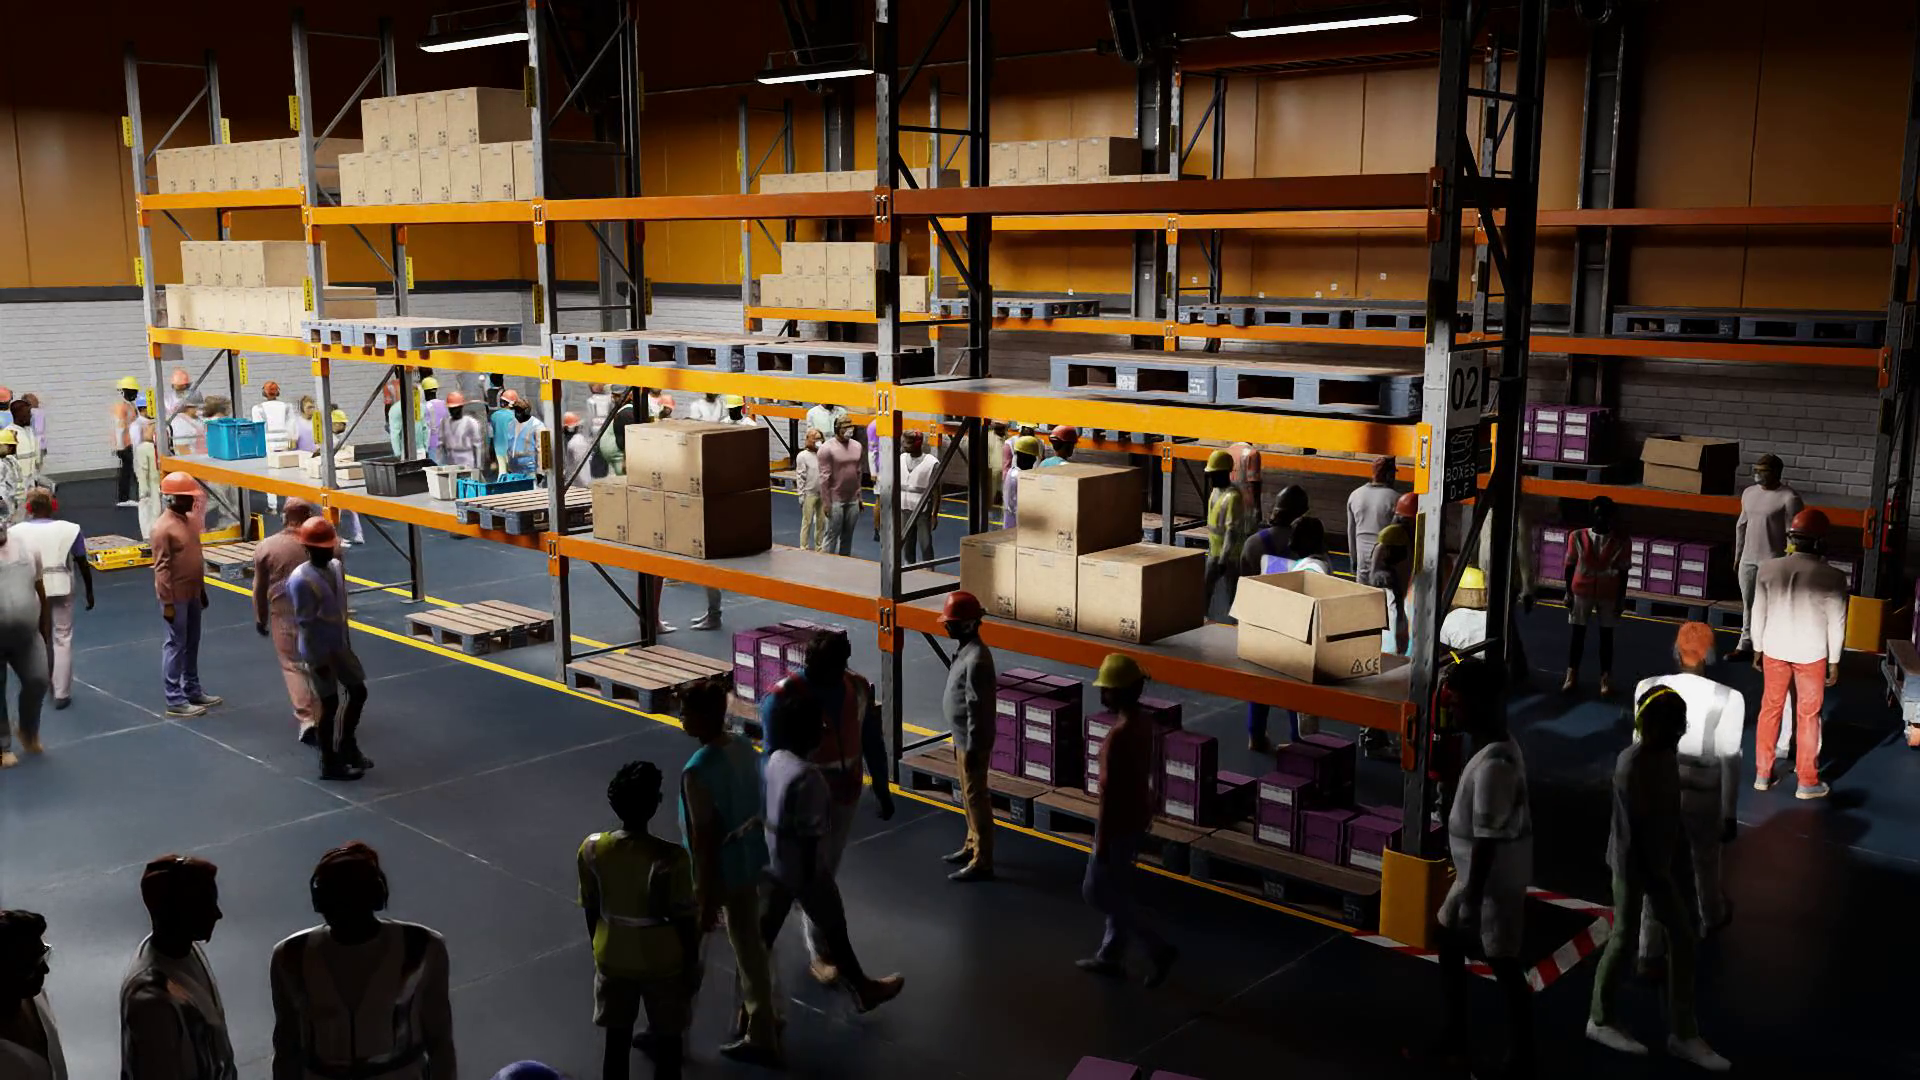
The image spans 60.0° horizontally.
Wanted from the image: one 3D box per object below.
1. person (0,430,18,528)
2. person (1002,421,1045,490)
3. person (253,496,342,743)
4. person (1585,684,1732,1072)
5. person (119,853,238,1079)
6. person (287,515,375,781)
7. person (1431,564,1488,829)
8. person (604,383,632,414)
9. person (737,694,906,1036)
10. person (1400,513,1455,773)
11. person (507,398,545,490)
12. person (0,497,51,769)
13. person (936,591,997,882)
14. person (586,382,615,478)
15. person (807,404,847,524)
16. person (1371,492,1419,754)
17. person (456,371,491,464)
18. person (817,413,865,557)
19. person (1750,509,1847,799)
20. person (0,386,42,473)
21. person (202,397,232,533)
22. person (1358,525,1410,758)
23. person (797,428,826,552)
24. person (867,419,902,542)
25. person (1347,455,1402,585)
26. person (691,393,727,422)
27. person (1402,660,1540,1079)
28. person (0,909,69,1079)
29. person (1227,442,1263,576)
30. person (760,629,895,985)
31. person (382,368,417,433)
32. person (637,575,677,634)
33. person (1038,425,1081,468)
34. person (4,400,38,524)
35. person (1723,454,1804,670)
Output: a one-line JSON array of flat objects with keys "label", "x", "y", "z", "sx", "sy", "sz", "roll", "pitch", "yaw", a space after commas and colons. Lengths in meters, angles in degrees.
[{"label": "person", "x": -10.627, "y": -0.358, "z": 18.565, "sx": 0.319, "sy": 1.740, "sz": 0.488, "roll": -5, "pitch": 11, "yaw": -25}, {"label": "person", "x": 0.778, "y": -0.633, "z": 19.899, "sx": 0.591, "sy": 1.823, "sz": 0.404, "roll": -6, "pitch": 12, "yaw": -31}, {"label": "person", "x": -5.090, "y": 0.598, "z": 12.863, "sx": 0.634, "sy": 1.860, "sz": 0.994, "roll": -7, "pitch": 12, "yaw": -34}, {"label": "person", "x": 3.213, "y": 1.544, "z": 7.573, "sx": 0.554, "sy": 1.826, "sz": 0.771, "roll": -8, "pitch": 13, "yaw": -39}, {"label": "person", "x": -2.492, "y": 1.910, "z": 5.362, "sx": 0.359, "sy": 1.879, "sz": 0.586, "roll": -3, "pitch": 11, "yaw": -18}, {"label": "person", "x": -4.425, "y": 0.764, "z": 11.712, "sx": 0.449, "sy": 1.917, "sz": 0.570, "roll": 3, "pitch": 10, "yaw": 15}, {"label": "person", "x": 3.286, "y": 1.014, "z": 10.831, "sx": 0.486, "sy": 1.737, "sz": 0.323, "roll": -1, "pitch": 10, "yaw": -7}, {"label": "person", "x": -5.652, "y": -2.110, "z": 27.947, "sx": 0.654, "sy": 1.929, "sz": 0.498, "roll": -7, "pitch": 12, "yaw": -34}, {"label": "person", "x": -0.703, "y": 1.544, "z": 8.021, "sx": 0.875, "sy": 1.647, "sz": 0.551, "roll": -6, "pitch": 12, "yaw": -32}, {"label": "person", "x": 3.358, "y": 0.734, "z": 11.913, "sx": 0.385, "sy": 1.918, "sz": 0.606, "roll": 5, "pitch": 11, "yaw": 28}, {"label": "person", "x": -5.585, "y": -0.907, "z": 21.401, "sx": 0.625, "sy": 1.838, "sz": 0.429, "roll": 6, "pitch": 12, "yaw": 29}, {"label": "person", "x": -6.937, "y": 0.648, "z": 12.027, "sx": 0.537, "sy": 2.000, "sz": 0.695, "roll": 9, "pitch": 14, "yaw": 42}, {"label": "person", "x": 0.036, "y": 1.161, "z": 9.968, "sx": 0.353, "sy": 1.743, "sz": 0.570, "roll": -1, "pitch": 10, "yaw": -8}, {"label": "person", "x": -5.949, "y": -1.803, "z": 27.150, "sx": 0.904, "sy": 1.586, "sz": 0.510, "roll": 9, "pitch": 14, "yaw": 43}, {"label": "person", "x": -1.812, "y": -1.172, "z": 22.695, "sx": 0.592, "sy": 1.911, "sz": 0.386, "roll": -5, "pitch": 11, "yaw": -28}, {"label": "person", "x": 3.307, "y": 0.619, "z": 12.358, "sx": 0.618, "sy": 1.986, "sz": 0.408, "roll": -6, "pitch": 12, "yaw": -31}, {"label": "person", "x": -8.424, "y": -2.290, "z": 28.898, "sx": 0.612, "sy": 1.946, "sz": 0.405, "roll": 0, "pitch": 10, "yaw": 1}, {"label": "person", "x": -1.307, "y": -0.437, "z": 18.452, "sx": 0.374, "sy": 1.941, "sz": 0.627, "roll": 9, "pitch": 13, "yaw": 41}, {"label": "person", "x": 5.763, "y": 0.772, "z": 11.452, "sx": 0.394, "sy": 1.994, "sz": 0.612, "roll": -8, "pitch": 13, "yaw": -40}, {"label": "person", "x": -12.245, "y": -1.019, "z": 21.629, "sx": 0.549, "sy": 1.989, "sz": 0.680, "roll": 6, "pitch": 12, "yaw": 31}, {"label": "person", "x": -9.704, "y": -0.961, "z": 21.759, "sx": 0.545, "sy": 1.825, "sz": 0.446, "roll": 7, "pitch": 12, "yaw": 33}, {"label": "person", "x": 3.167, "y": 0.746, "z": 12.347, "sx": 0.321, "sy": 1.738, "sz": 0.487, "roll": 1, "pitch": 10, "yaw": 4}, {"label": "person", "x": -1.718, "y": -0.521, "z": 19.788, "sx": 0.509, "sy": 1.632, "sz": 0.269, "roll": -9, "pitch": 13, "yaw": -42}, {"label": "person", "x": -0.924, "y": -0.916, "z": 21.215, "sx": 0.387, "sy": 1.924, "sz": 0.548, "roll": 9, "pitch": 14, "yaw": 42}, {"label": "person", "x": 3.803, "y": 0.185, "z": 15.020, "sx": 0.407, "sy": 1.910, "sz": 0.639, "roll": -8, "pitch": 13, "yaw": -37}, {"label": "person", "x": -3.553, "y": -1.366, "z": 23.823, "sx": 0.570, "sy": 1.901, "sz": 0.887, "roll": -5, "pitch": 11, "yaw": -26}, {"label": "person", "x": 2.307, "y": 1.505, "z": 7.475, "sx": 0.746, "sy": 1.923, "sz": 0.769, "roll": 3, "pitch": 10, "yaw": 15}, {"label": "person", "x": -2.877, "y": 1.992, "z": 5.020, "sx": 0.384, "sy": 1.838, "sz": 0.568, "roll": -2, "pitch": 10, "yaw": -10}, {"label": "person", "x": 3.141, "y": -0.421, "z": 18.281, "sx": 0.361, "sy": 1.964, "sz": 0.617, "roll": -4, "pitch": 11, "yaw": -20}, {"label": "person", "x": -0.656, "y": 1.361, "z": 8.664, "sx": 0.627, "sy": 1.801, "sz": 0.804, "roll": -7, "pitch": 12, "yaw": -35}, {"label": "person", "x": -9.042, "y": -1.962, "z": 26.992, "sx": 0.608, "sy": 1.966, "sz": 0.372, "roll": -6, "pitch": 12, "yaw": -32}, {"label": "person", "x": -3.011, "y": -0.024, "z": 16.217, "sx": 0.398, "sy": 1.908, "sz": 0.599, "roll": -6, "pitch": 12, "yaw": -31}, {"label": "person", "x": 1.012, "y": -0.145, "z": 16.542, "sx": 0.403, "sy": 2.035, "sz": 0.606, "roll": -5, "pitch": 11, "yaw": -27}, {"label": "person", "x": -11.500, "y": -0.763, "z": 20.373, "sx": 0.381, "sy": 1.912, "sz": 0.588, "roll": -1, "pitch": 10, "yaw": -6}, {"label": "person", "x": 7.209, "y": 0.189, "z": 14.907, "sx": 0.355, "sy": 1.938, "sz": 0.637, "roll": -4, "pitch": 11, "yaw": -22}]
